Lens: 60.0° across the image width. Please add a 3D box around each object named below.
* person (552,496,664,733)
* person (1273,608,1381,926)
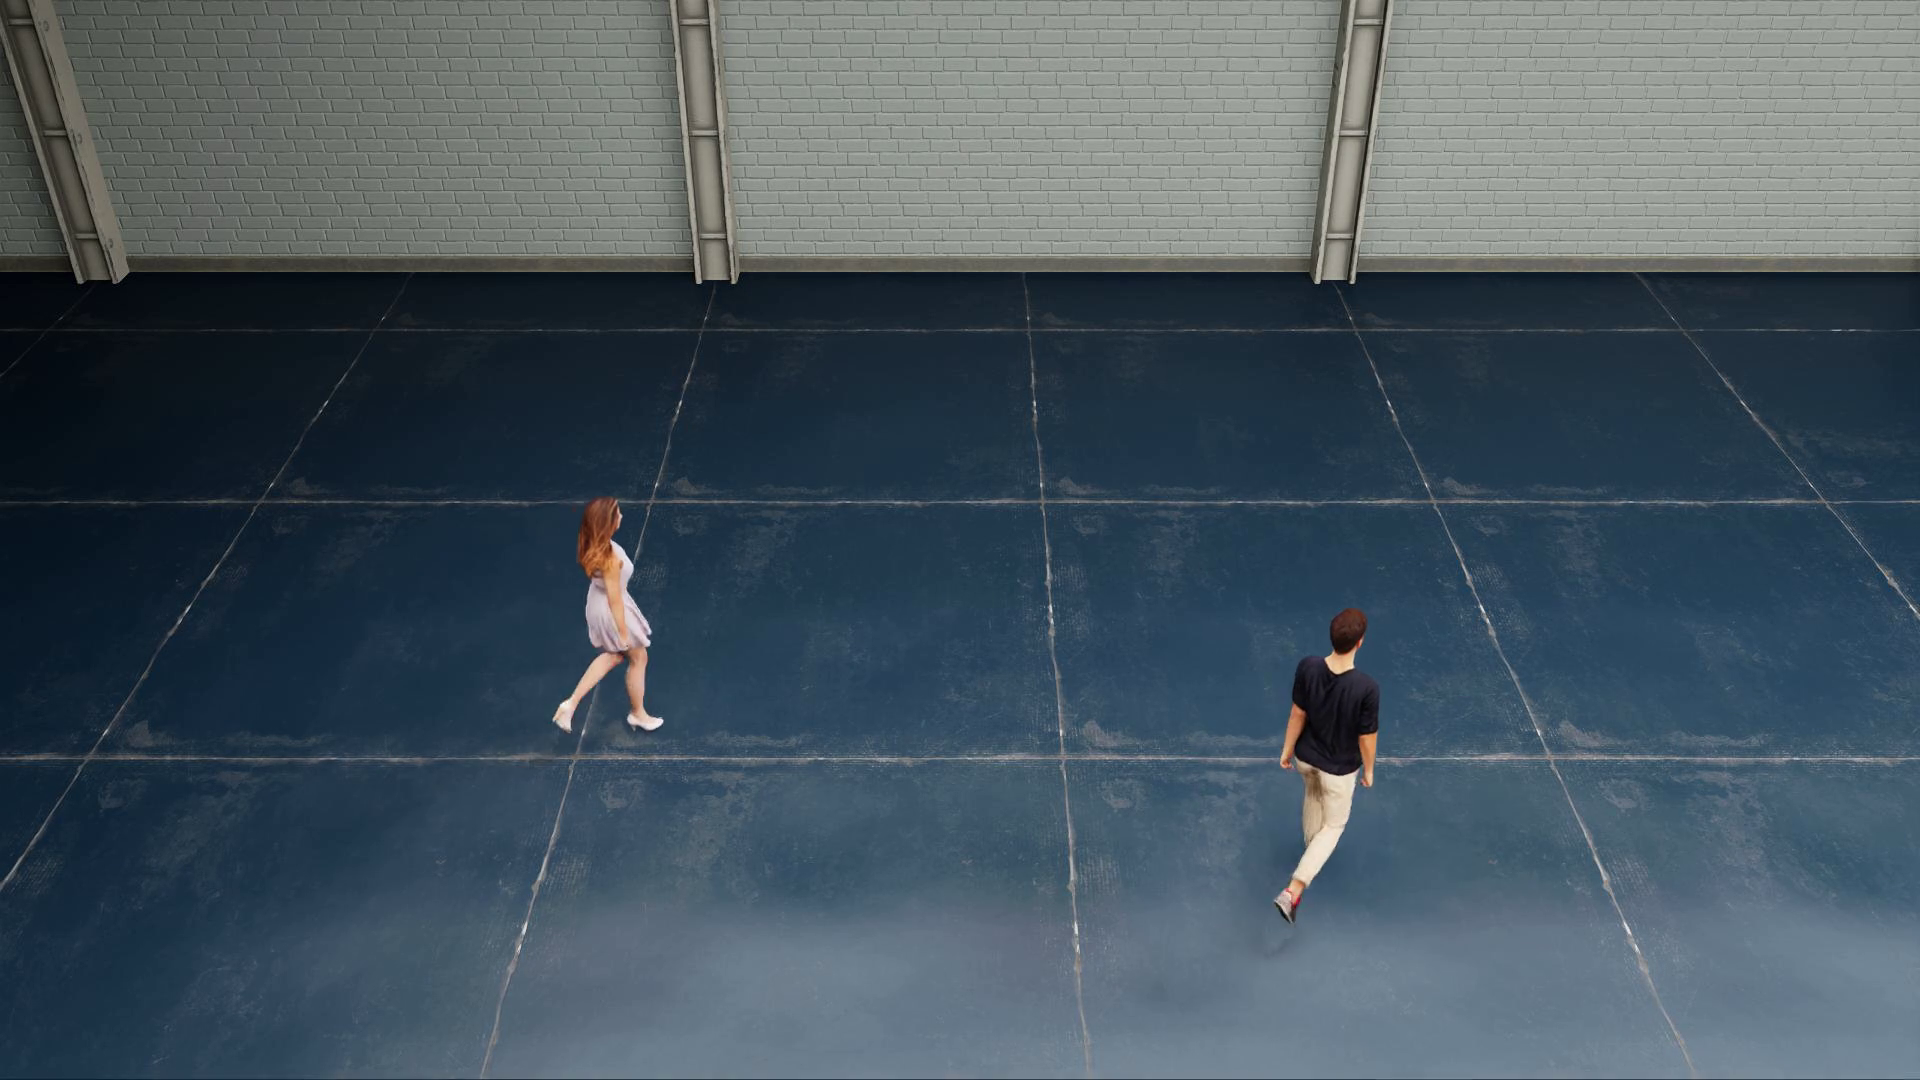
[{"bbox_3d":[-2.143,0.513,9.896,0.997,1.749,0.834,-17,37,-24],"label":"person"},{"bbox_3d":[1.898,1.213,8.749,1.137,1.825,1.126,23,39,31],"label":"person"}]
